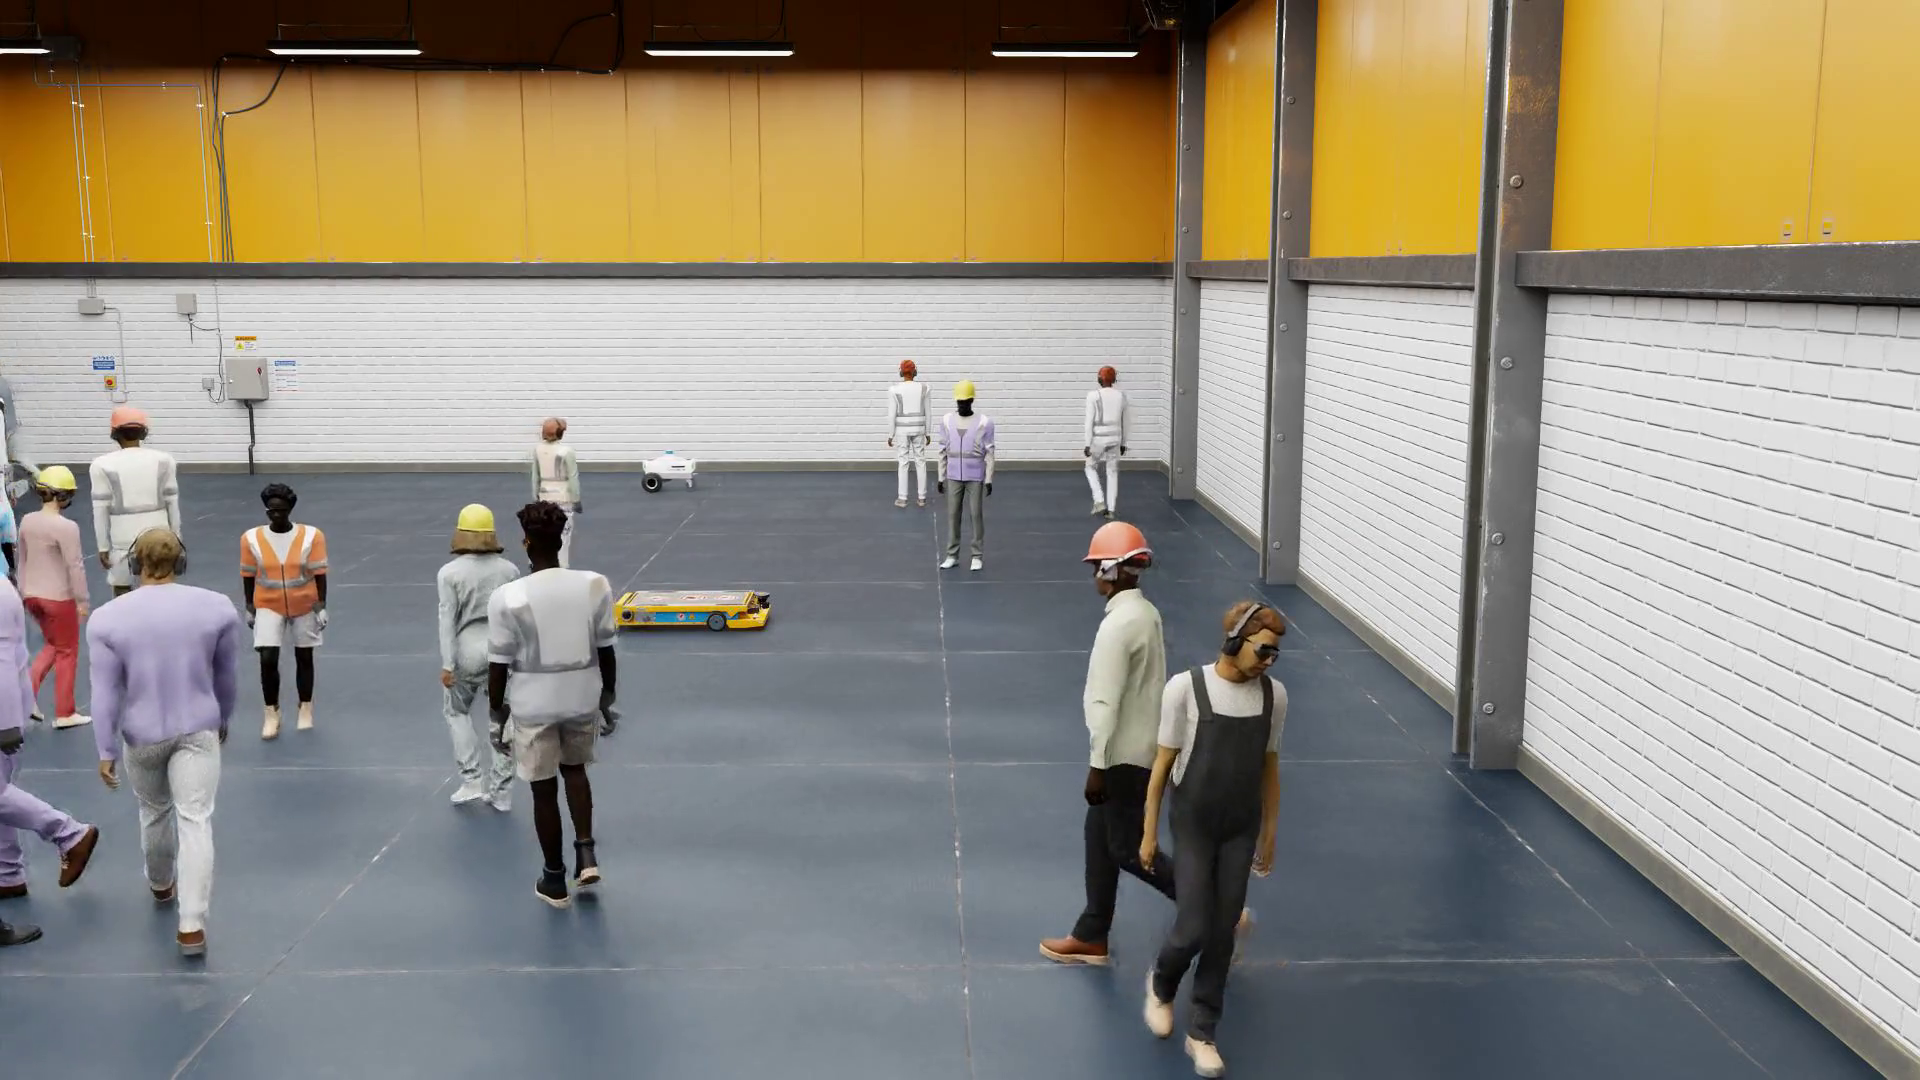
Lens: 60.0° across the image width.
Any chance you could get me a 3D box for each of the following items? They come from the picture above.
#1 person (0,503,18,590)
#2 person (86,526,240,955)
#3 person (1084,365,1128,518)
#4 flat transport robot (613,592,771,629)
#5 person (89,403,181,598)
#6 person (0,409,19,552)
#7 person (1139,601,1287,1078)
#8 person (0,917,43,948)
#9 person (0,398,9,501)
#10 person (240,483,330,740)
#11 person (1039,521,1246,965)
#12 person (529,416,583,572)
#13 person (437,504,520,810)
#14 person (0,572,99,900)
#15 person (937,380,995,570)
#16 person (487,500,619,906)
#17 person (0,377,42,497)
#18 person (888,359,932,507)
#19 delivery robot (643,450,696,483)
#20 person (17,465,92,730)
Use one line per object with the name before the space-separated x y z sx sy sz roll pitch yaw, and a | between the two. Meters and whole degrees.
person | -7.059 0.277 11.824 0.690 1.673 0.543 4 10 25
person | -3.592 0.871 7.579 0.620 1.873 1.071 -4 10 -26
person | 1.765 -1.194 20.277 0.616 1.862 0.470 -4 10 -22
flat transport robot | -2.364 0.590 14.218 1.431 0.197 0.652 0 9 -1
person | -6.187 -0.013 12.560 0.622 2.029 0.598 -8 12 -39
person | -10.346 -0.778 17.749 0.313 1.860 0.507 -1 9 -6
person | 0.956 1.113 6.309 0.584 1.808 0.438 -2 10 -14
person | -4.585 0.927 7.200 0.859 1.904 0.565 -6 11 -34
person | -11.221 -1.035 19.147 0.593 1.920 0.392 3 10 18
person | -4.349 0.456 10.754 0.545 1.670 0.558 -3 10 -19
person | 0.795 0.907 7.120 0.835 1.961 0.627 3 10 16
person | -3.881 -0.372 15.971 0.520 1.627 0.412 6 11 32
person | -2.695 0.661 9.344 0.513 1.718 0.463 -7 12 -38
person | -4.575 0.810 7.953 0.541 1.881 0.682 -7 12 -37
person | 0.048 -0.648 16.755 0.593 1.922 0.387 3 10 18
person | -1.941 0.778 7.906 0.632 1.954 0.419 -7 11 -35
person | -12.420 -1.442 21.710 0.845 1.897 0.687 -3 10 -15
person | -0.641 -1.363 21.255 0.572 1.886 0.354 -3 10 -15
delivery robot | -3.974 -0.991 22.759 0.707 0.478 0.477 -1 9 -8
person | -5.983 0.385 10.968 0.571 1.743 0.481 4 10 24
